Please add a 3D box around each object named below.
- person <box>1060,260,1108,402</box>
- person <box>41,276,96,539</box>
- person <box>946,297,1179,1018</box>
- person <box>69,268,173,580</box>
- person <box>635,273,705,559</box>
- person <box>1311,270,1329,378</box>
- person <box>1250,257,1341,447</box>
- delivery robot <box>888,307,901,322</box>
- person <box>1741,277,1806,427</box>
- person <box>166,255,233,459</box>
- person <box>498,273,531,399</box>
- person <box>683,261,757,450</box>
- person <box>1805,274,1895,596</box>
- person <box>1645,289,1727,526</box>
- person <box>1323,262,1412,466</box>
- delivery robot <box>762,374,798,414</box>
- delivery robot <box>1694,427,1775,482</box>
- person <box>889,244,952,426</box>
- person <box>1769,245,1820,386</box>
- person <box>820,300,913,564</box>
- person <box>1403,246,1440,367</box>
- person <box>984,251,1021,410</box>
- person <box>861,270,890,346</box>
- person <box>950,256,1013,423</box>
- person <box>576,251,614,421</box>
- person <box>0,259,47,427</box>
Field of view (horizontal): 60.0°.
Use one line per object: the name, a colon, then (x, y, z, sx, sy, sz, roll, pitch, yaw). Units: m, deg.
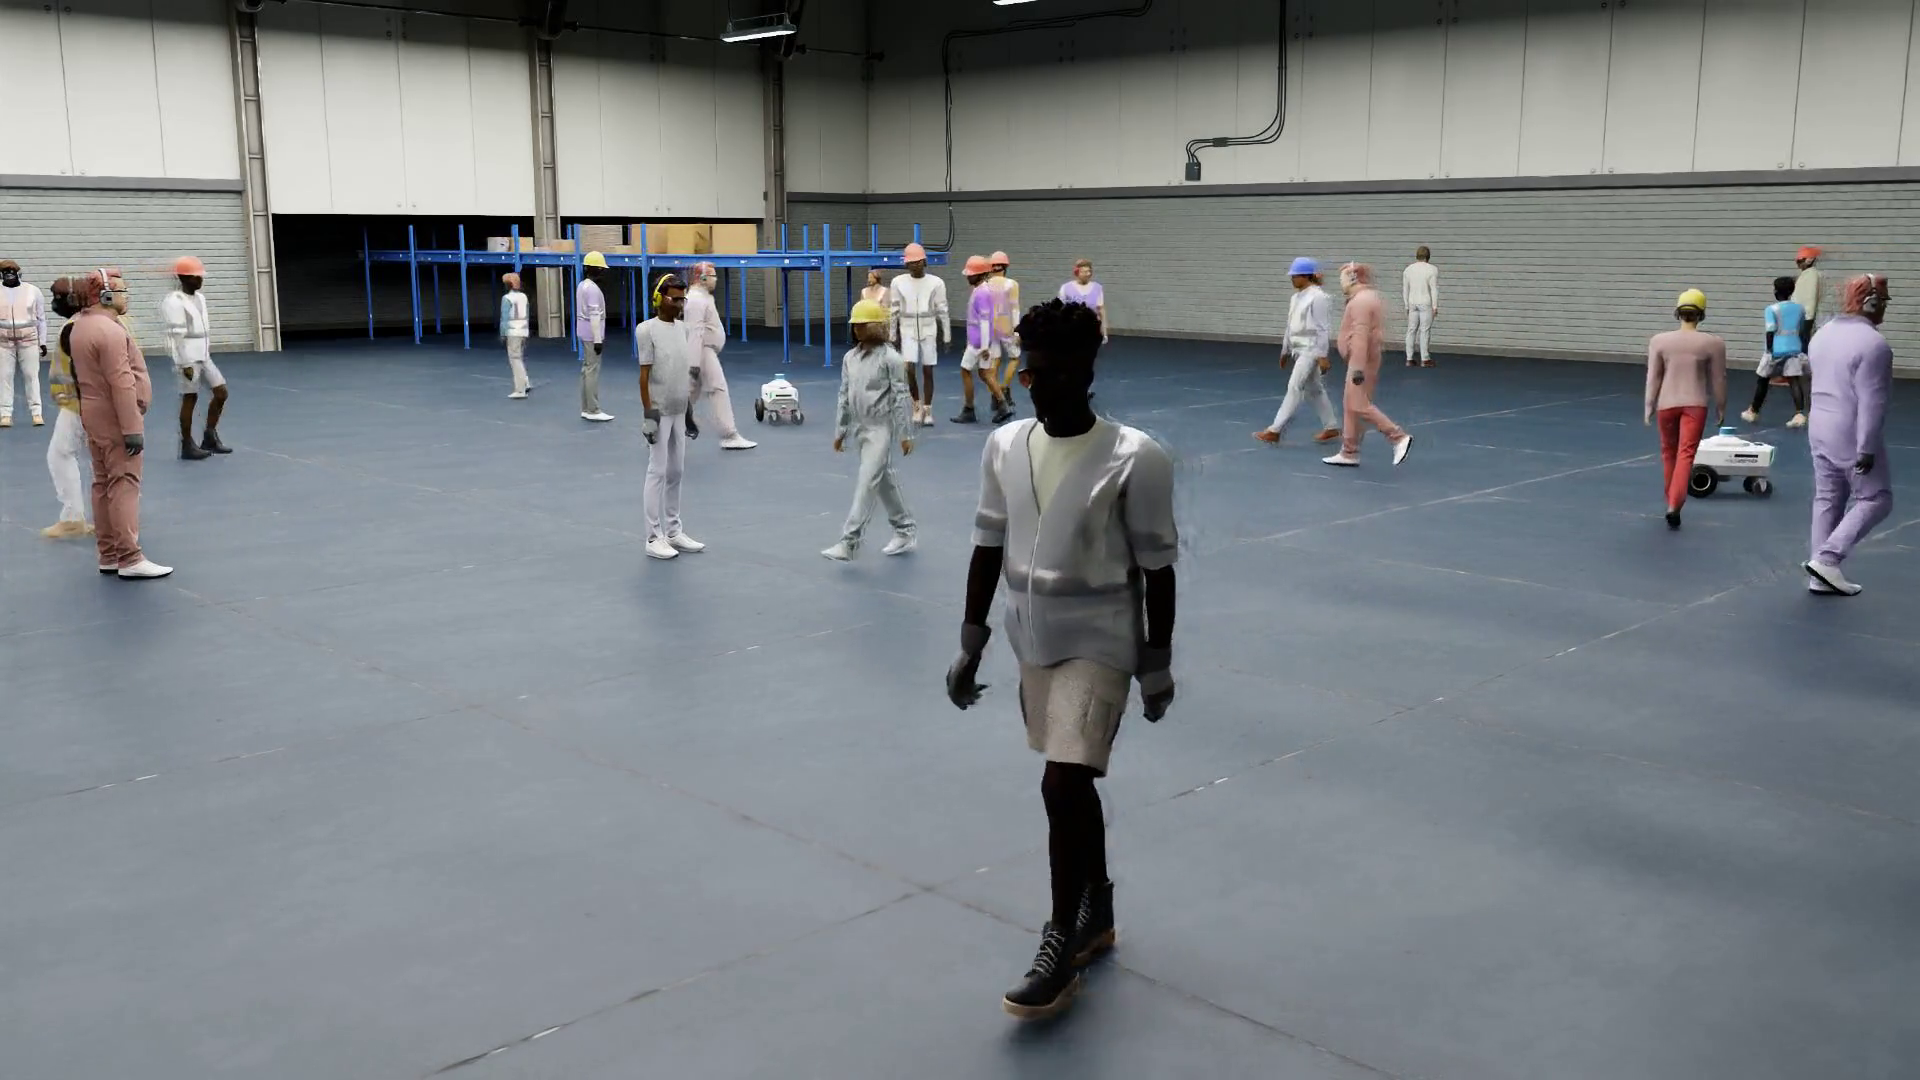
person: (1.566, -2.625, 21.018, 0.574, 1.784, 1.012, -4, 11, -18)
person: (-6.223, -0.922, 11.643, 0.672, 1.822, 0.662, -3, 11, -14)
person: (0.235, 0.310, 4.606, 0.606, 1.933, 0.816, 10, 14, 43)
person: (-5.218, -0.719, 10.316, 0.641, 1.908, 0.408, 10, 14, 43)
person: (-1.921, -0.830, 11.039, 0.328, 1.865, 0.519, 5, 12, 27)
person: (5.043, -3.036, 23.689, 0.437, 1.626, 0.530, -2, 11, -9)
person: (3.454, -1.899, 16.791, 1.029, 1.888, 0.649, -2, 11, -11)
delivery robot: (-1.472, -5.304, 38.866, 0.477, 0.478, 0.707, -10, 14, -44)
person: (9.144, -2.095, 18.496, 0.543, 1.653, 0.860, -2, 11, -11)
person: (-7.206, -1.726, 15.775, 0.604, 1.913, 0.568, 1, 10, 7)
person: (-5.794, -2.647, 21.607, 0.375, 1.625, 0.516, 3, 11, 14)
person: (-2.571, -1.819, 16.444, 0.993, 1.863, 0.652, -2, 11, -10)
person: (5.202, -0.597, 9.702, 0.422, 1.893, 0.645, -1, 10, -6)
person: (5.350, -0.989, 12.290, 0.540, 1.722, 0.907, 6, 12, 31)
person: (3.735, -1.597, 15.182, 0.704, 1.878, 0.681, 3, 11, 16)
delivery robot: (-2.048, -1.645, 18.912, 0.477, 0.478, 0.707, -2, 11, -13)
delivery robot: (6.293, -0.687, 13.689, 0.707, 0.478, 0.477, 2, 11, 9)
person: (-0.436, -2.268, 18.483, 0.724, 2.010, 0.561, 0, 10, 1)
person: (11.965, -3.153, 23.421, 0.823, 1.972, 0.622, 2, 11, 12)
person: (-0.600, -0.707, 10.806, 0.500, 1.691, 0.925, 9, 14, 41)
person: (7.476, -3.789, 26.967, 0.372, 1.940, 0.631, -10, 14, -44)
person: (0.503, -2.545, 20.247, 0.567, 1.914, 0.462, 6, 12, 29)
person: (-1.276, -3.188, 24.632, 0.516, 1.595, 0.855, 5, 11, 25)
person: (0.261, -2.247, 18.754, 0.774, 1.889, 0.579, 2, 11, 13)
person: (-4.202, -2.338, 19.094, 0.383, 1.923, 0.590, -4, 11, -23)
person: (-10.514, -2.192, 18.524, 0.619, 1.845, 0.430, -6, 12, -28)
